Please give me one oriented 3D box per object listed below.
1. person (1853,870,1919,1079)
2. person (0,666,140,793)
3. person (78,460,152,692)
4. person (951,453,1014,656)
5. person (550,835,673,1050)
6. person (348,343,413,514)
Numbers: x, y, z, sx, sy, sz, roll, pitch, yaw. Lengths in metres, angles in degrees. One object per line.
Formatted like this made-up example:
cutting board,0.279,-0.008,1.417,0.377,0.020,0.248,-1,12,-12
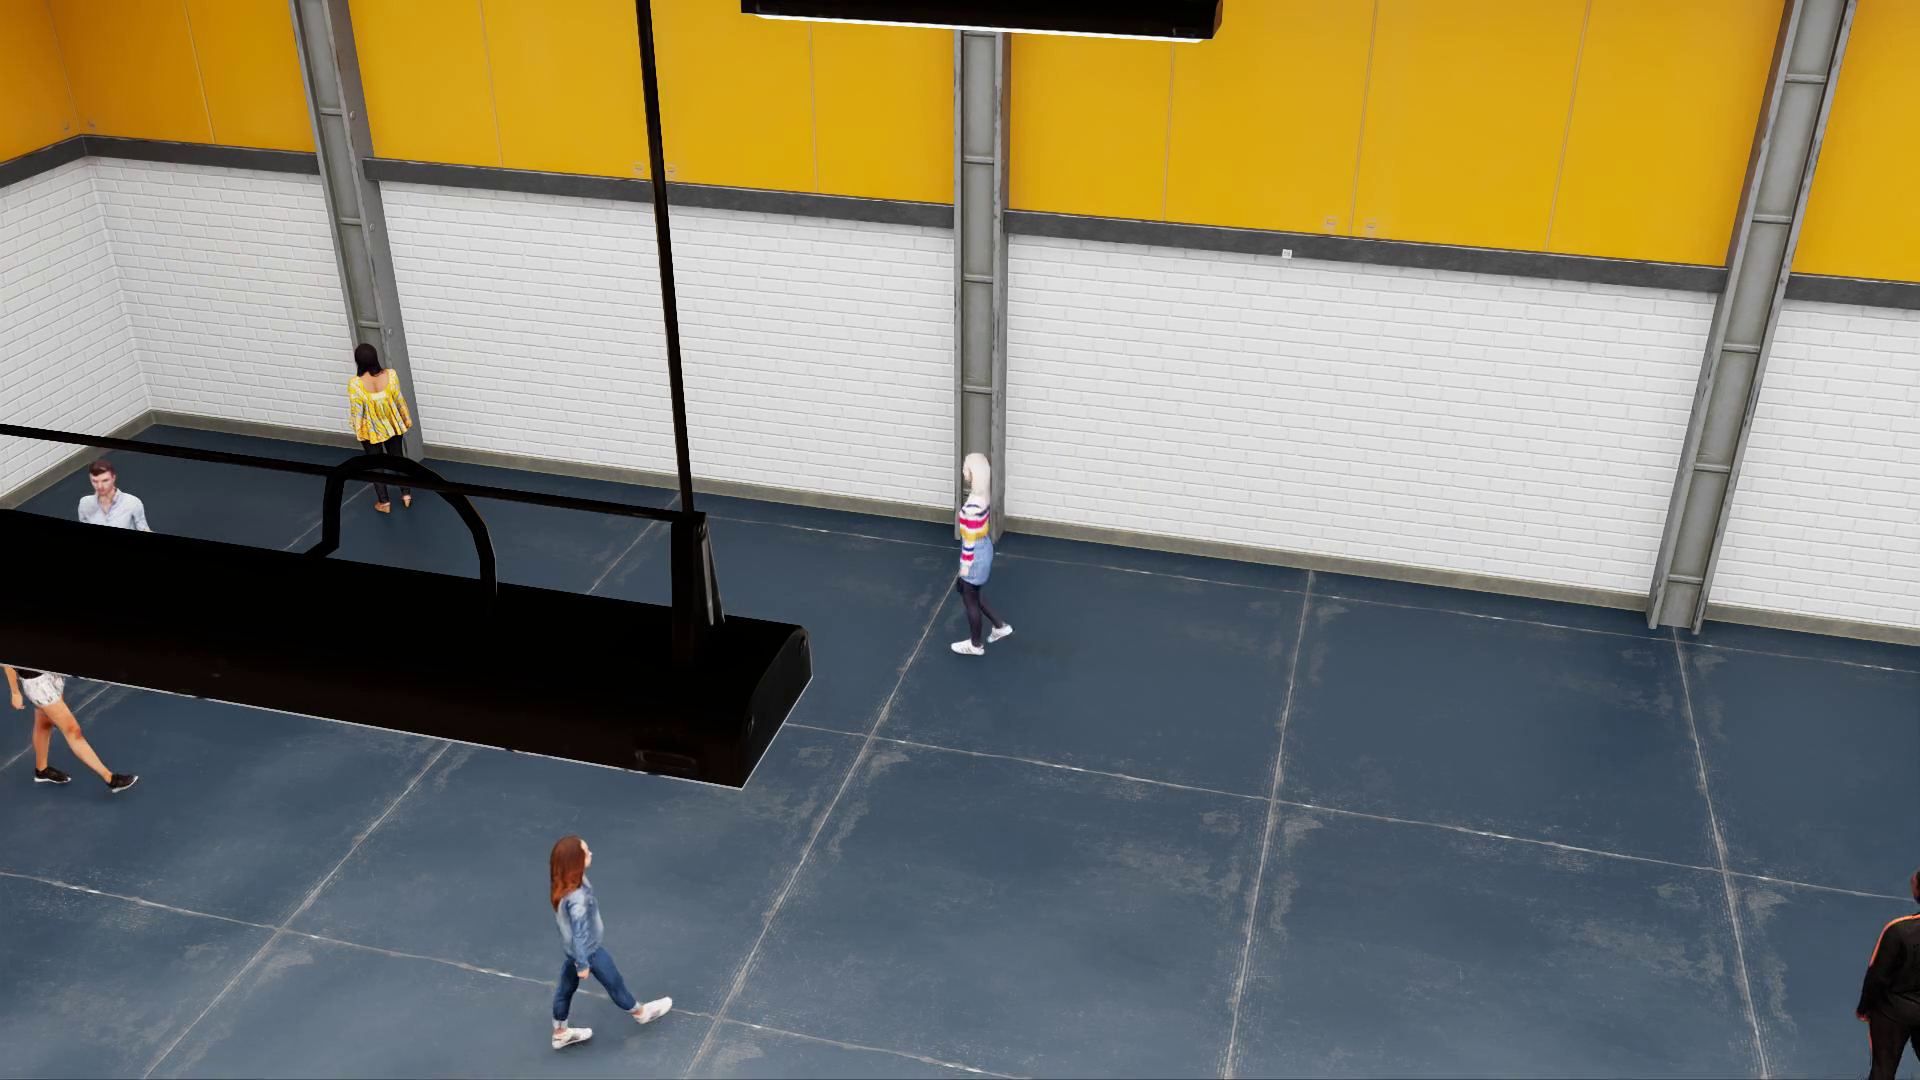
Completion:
person,5.038,2.492,8.775,0.581,1.786,0.894,10,30,17
person,-6.461,0.955,11.574,1.127,1.804,0.672,6,29,11
person,-6.497,0.192,12.963,1.189,1.814,0.982,-3,29,-5
person,0.202,0.128,13.092,0.722,1.801,0.675,6,29,11
person,-2.224,2.317,9.446,1.025,1.450,0.935,-13,31,-22
person,-5.364,-1.038,15.383,0.880,1.654,0.933,-21,35,-33
